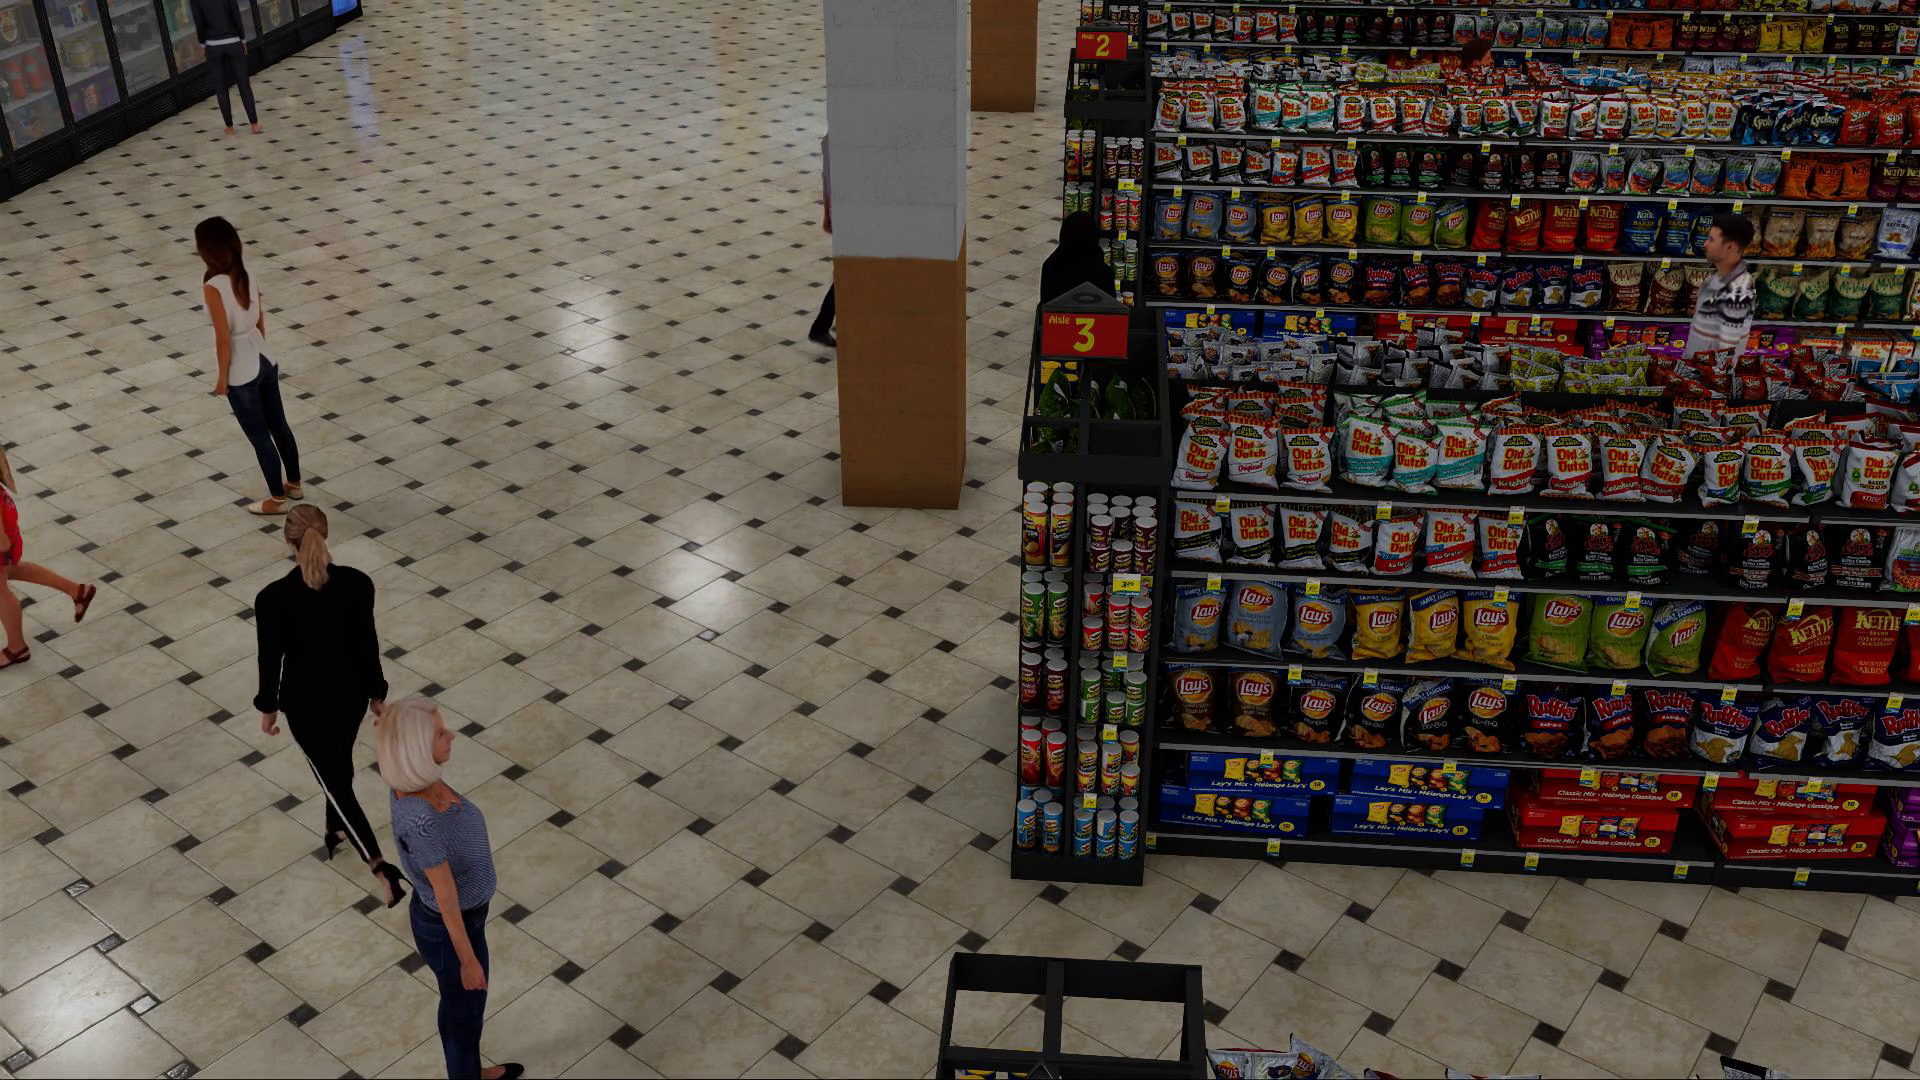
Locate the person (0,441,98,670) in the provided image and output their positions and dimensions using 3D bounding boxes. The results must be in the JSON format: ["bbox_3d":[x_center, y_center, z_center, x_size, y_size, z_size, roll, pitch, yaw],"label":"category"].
[{"bbox_3d":[-4.676,-0.119,8.171,0.930,1.583,0.847,-19,34,-30],"label":"person"}]

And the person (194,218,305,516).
[{"bbox_3d":[-4.072,-0.988,9.556,0.563,1.782,0.622,7,29,12],"label":"person"}]

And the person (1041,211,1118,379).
[{"bbox_3d":[0.711,-1.206,10.127,0.645,1.617,0.765,10,30,18],"label":"person"}]

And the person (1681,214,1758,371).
[{"bbox_3d":[4.307,-0.900,9.340,0.902,1.833,0.817,9,30,16],"label":"person"}]

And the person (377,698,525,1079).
[{"bbox_3d":[-1.691,1.259,5.501,0.646,1.722,0.650,-10,30,-18],"label":"person"}]

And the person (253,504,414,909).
[{"bbox_3d":[-2.459,0.708,6.572,1.108,1.664,1.119,-20,35,-32],"label":"person"}]

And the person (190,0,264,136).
[{"bbox_3d":[-7.545,-5.067,17.038,0.617,1.770,0.743,-12,31,-21],"label":"person"}]
